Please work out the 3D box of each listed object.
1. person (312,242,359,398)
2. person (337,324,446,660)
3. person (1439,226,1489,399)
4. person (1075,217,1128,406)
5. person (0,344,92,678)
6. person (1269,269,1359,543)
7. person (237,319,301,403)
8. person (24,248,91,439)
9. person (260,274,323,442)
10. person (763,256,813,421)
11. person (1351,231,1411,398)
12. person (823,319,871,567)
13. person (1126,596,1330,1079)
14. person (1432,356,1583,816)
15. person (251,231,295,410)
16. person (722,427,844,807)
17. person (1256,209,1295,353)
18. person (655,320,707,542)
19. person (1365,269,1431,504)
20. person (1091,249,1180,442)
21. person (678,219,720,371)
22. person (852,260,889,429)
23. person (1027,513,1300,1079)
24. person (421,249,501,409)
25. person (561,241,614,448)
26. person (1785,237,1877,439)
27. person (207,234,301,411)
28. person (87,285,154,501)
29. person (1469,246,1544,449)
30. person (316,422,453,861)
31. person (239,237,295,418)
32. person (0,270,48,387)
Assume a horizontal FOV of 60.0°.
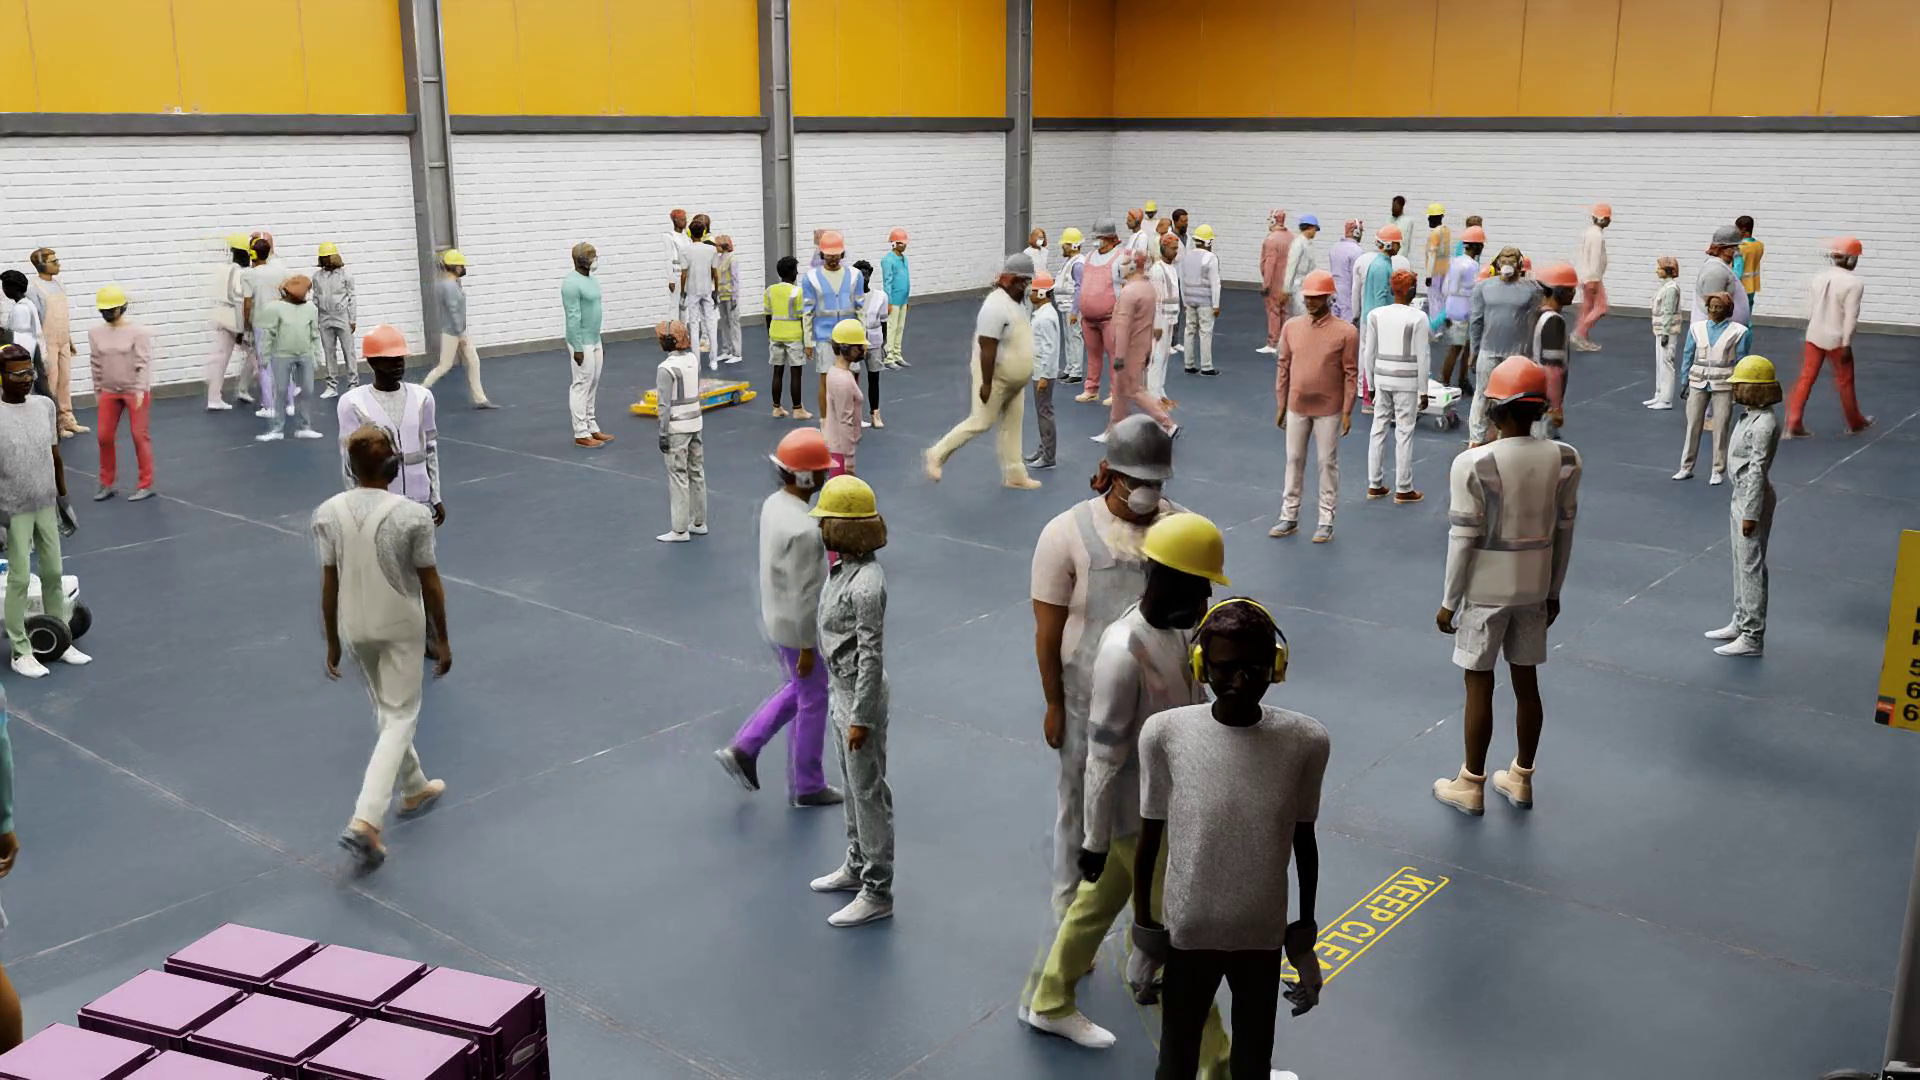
[{"bbox_3d":[-6.975,-2.446,18.552,0.493,1.743,0.295,1,14,3],"label":"person"},{"bbox_3d":[-3.169,-0.244,9.349,0.551,1.942,0.344,-11,18,-38],"label":"person"},{"bbox_3d":[5.648,-2.502,18.419,0.712,1.916,0.555,0,14,0],"label":"person"},{"bbox_3d":[1.541,-2.482,18.092,0.689,2.000,0.537,14,19,43],"label":"person"},{"bbox_3d":[-5.155,-0.164,9.211,0.326,1.861,0.499,6,15,22],"label":"person"},{"bbox_3d":[2.590,-0.975,12.164,0.612,1.994,0.394,9,17,33],"label":"person"},{"bbox_3d":[-7.695,-2.314,18.350,0.543,1.586,0.874,8,16,28],"label":"person"},{"bbox_3d":[-8.834,-1.916,16.227,0.341,1.846,0.511,2,14,6],"label":"person"},{"bbox_3d":[-6.475,-1.747,16.028,0.657,1.605,0.362,-12,19,-41],"label":"person"},{"bbox_3d":[-1.773,-2.077,17.178,0.541,1.693,0.315,8,16,30],"label":"person"},{"bbox_3d":[4.685,-2.514,18.490,0.652,1.906,0.405,7,16,27],"label":"person"},{"bbox_3d":[-0.760,-0.602,11.158,0.340,1.757,0.518,-2,14,-10],"label":"person"},{"bbox_3d":[0.693,1.049,4.330,0.513,1.872,0.328,0,14,-1],"label":"person"},{"bbox_3d":[2.384,0.211,7.326,0.608,2.044,0.370,-4,15,-15],"label":"person"},{"bbox_3d":[-7.360,-2.324,17.732,0.408,1.906,0.652,-7,16,-25],"label":"person"},{"bbox_3d":[-0.760,0.358,7.359,0.490,1.735,0.576,-5,15,-20],"label":"person"},{"bbox_3d":[4.205,-3.454,22.249,0.399,1.908,0.643,11,18,38],"label":"person"},{"bbox_3d":[-2.049,-0.796,12.189,0.313,1.634,0.515,5,15,20],"label":"person"},{"bbox_3d":[3.534,-1.238,13.433,0.355,1.887,0.573,-13,19,-42],"label":"person"},{"bbox_3d":[1.676,-1.795,15.686,0.866,1.882,0.653,5,15,21],"label":"person"},{"bbox_3d":[-3.244,-3.033,20.662,0.535,1.859,0.309,-7,16,-27],"label":"person"},{"bbox_3d":[-0.965,-1.947,16.651,0.537,1.696,0.318,-4,15,-16],"label":"person"},{"bbox_3d":[0.625,0.825,5.239,0.955,1.861,0.586,5,15,19],"label":"person"},{"bbox_3d":[-5.420,-2.212,17.644,0.859,1.730,0.529,-1,14,-3],"label":"person"},{"bbox_3d":[-3.538,-1.848,15.769,0.373,1.939,0.630,2,14,7],"label":"person"},{"bbox_3d":[8.536,-1.949,16.154,1.025,1.938,0.647,-5,15,-20],"label":"person"},{"bbox_3d":[-7.687,-2.333,17.845,0.598,1.858,1.020,13,19,42],"label":"person"},{"bbox_3d":[-6.801,-1.184,13.487,0.537,1.758,0.397,0,14,1],"label":"person"},{"bbox_3d":[4.971,-1.715,15.235,0.627,1.940,0.373,6,15,22],"label":"person"},{"bbox_3d":[-2.444,0.412,7.005,0.520,1.817,0.906,2,14,10],"label":"person"},{"bbox_3d":[-7.241,-2.216,17.375,0.315,1.871,0.534,13,19,43],"label":"person"},{"bbox_3d":[-8.787,-1.702,15.693,0.320,1.685,0.542,-6,15,-22],"label":"person"}]
